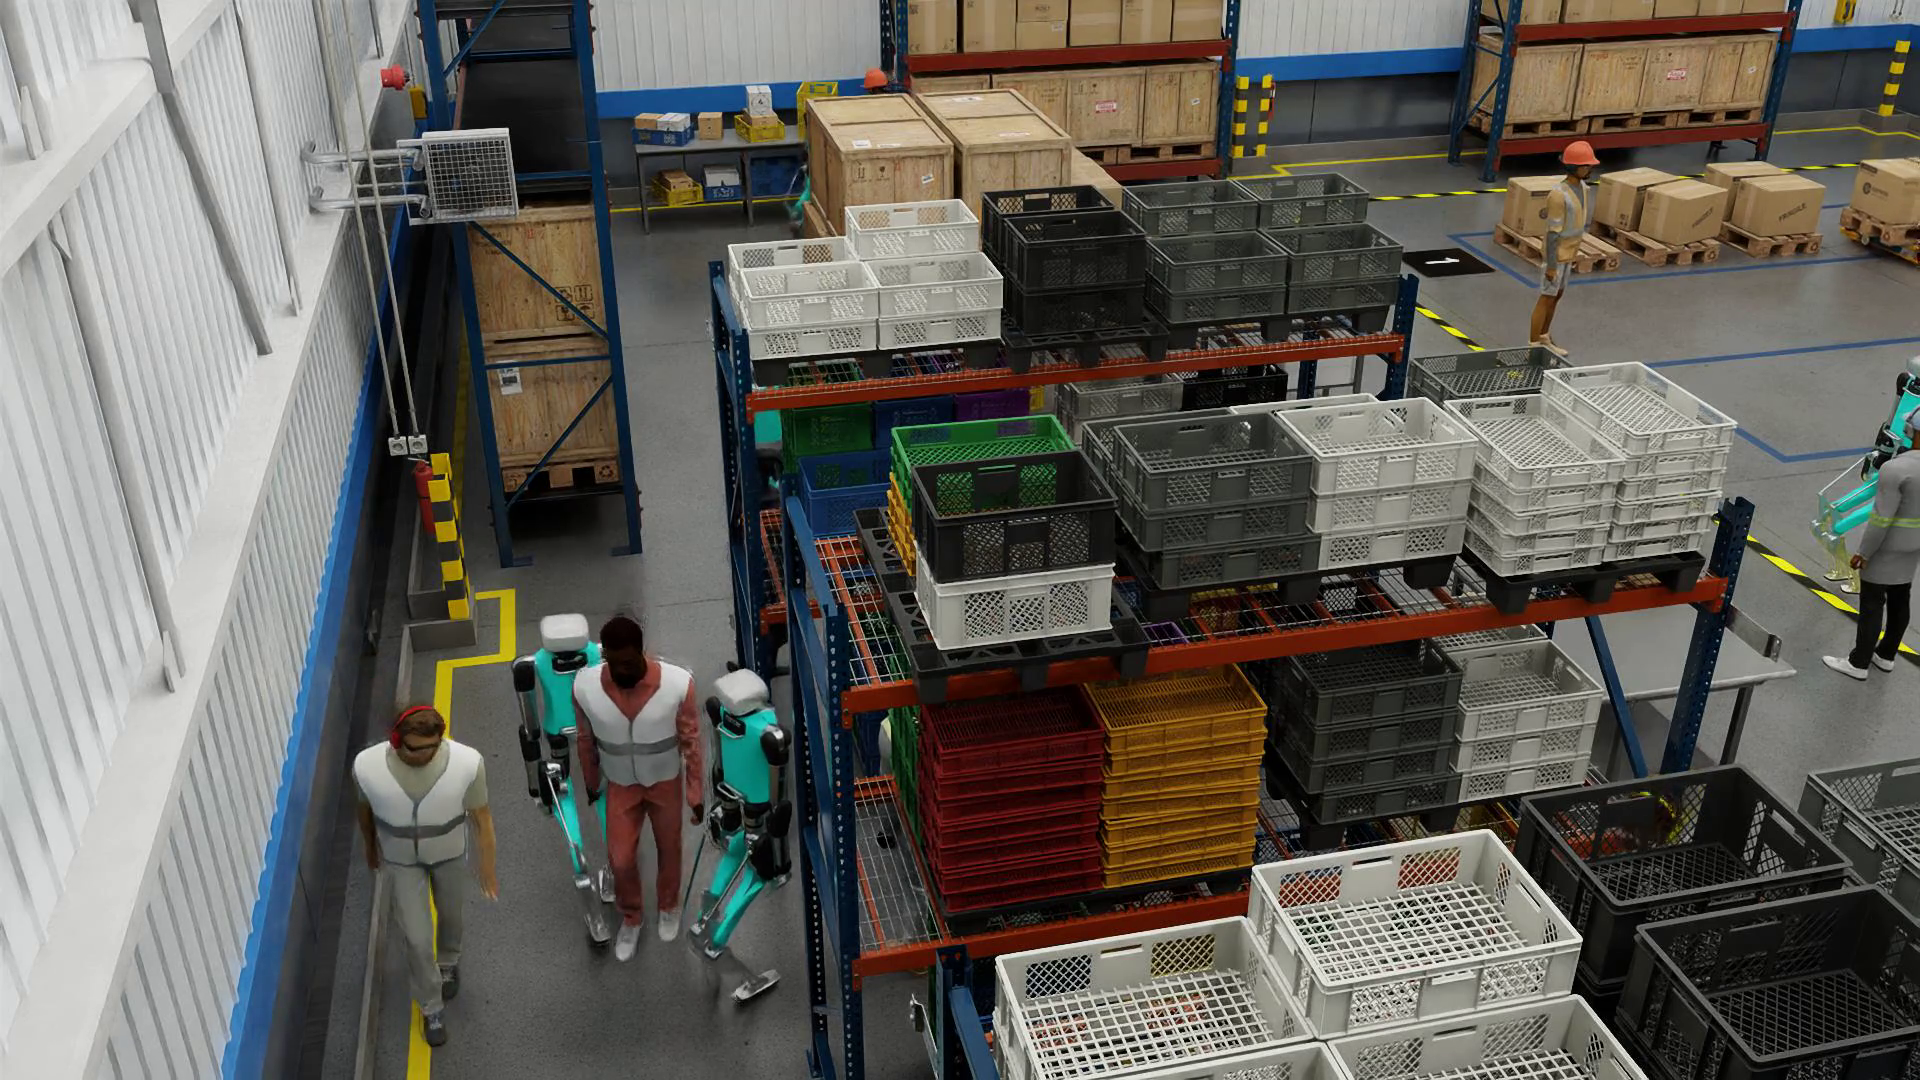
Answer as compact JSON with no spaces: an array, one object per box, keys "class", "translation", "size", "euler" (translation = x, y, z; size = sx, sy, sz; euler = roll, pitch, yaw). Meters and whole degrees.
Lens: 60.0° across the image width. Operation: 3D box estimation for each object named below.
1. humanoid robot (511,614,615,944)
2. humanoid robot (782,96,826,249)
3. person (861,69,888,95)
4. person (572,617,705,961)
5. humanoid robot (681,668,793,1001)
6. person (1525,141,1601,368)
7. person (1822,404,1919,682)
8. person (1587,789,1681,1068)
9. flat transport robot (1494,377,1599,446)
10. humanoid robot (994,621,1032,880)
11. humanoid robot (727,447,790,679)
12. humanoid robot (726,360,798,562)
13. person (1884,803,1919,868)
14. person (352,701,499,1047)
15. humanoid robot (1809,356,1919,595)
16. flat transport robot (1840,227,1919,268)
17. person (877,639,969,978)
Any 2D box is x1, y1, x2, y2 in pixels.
[{"class":"humanoid robot","translation":[-1.809,1.253,8.115],"size":[0.544,1.794,0.869],"euler":[-12,30,-21]},{"class":"humanoid robot","translation":[-1.654,-3.695,17.561],"size":[0.554,1.856,0.868],"euler":[25,37,39]},{"class":"person","translation":[-0.946,-4.230,18.333],"size":[0.967,1.884,0.558],"euler":[10,29,19]},{"class":"person","translation":[-1.529,1.200,8.023],"size":[0.609,1.895,0.616],"euler":[-3,28,-6]},{"class":"humanoid robot","translation":[-1.096,1.497,7.688],"size":[0.656,1.846,0.543],"euler":[-24,36,-37]},{"class":"person","translation":[5.450,-2.584,15.045],"size":[0.366,2.048,0.606],"euler":[19,33,32]},{"class":"person","translation":[5.790,0.006,10.339],"size":[0.592,1.849,0.395],"euler":[-10,29,-18]},{"class":"person","translation":[2.686,1.795,6.990],"size":[0.799,1.809,0.551],"euler":[-17,32,-29]},{"class":"flat transport robot","translation":[4.780,-1.036,14.013],"size":[0.659,0.231,1.431],"euler":[-6,28,-12]},{"class":"humanoid robot","translation":[0.225,1.043,8.560],"size":[0.342,1.657,0.585],"euler":[3,28,5]},{"class":"humanoid robot","translation":[-1.257,0.182,10.204],"size":[0.523,1.642,0.604],"euler":[-13,30,-23]},{"class":"humanoid robot","translation":[-1.295,-0.560,11.548],"size":[0.577,1.796,0.805],"euler":[1,28,3]},{"class":"person","translation":[4.306,1.606,7.356],"size":[0.509,1.798,0.958],"euler":[24,36,38]},{"class":"person","translation":[-2.422,1.469,7.624],"size":[0.591,1.787,0.750],"euler":[-8,29,-14]},{"class":"humanoid robot","translation":[6.075,-0.431,11.141],"size":[0.735,1.681,0.533],"euler":[-1,28,-2]},{"class":"flat transport robot","translation":[10.426,-3.269,18.219],"size":[0.652,0.197,1.431],"euler":[-6,28,-12]},{"class":"person","translation":[-0.146,1.271,7.946],"size":[0.624,1.846,0.429],"euler":[-20,34,-33]}]
